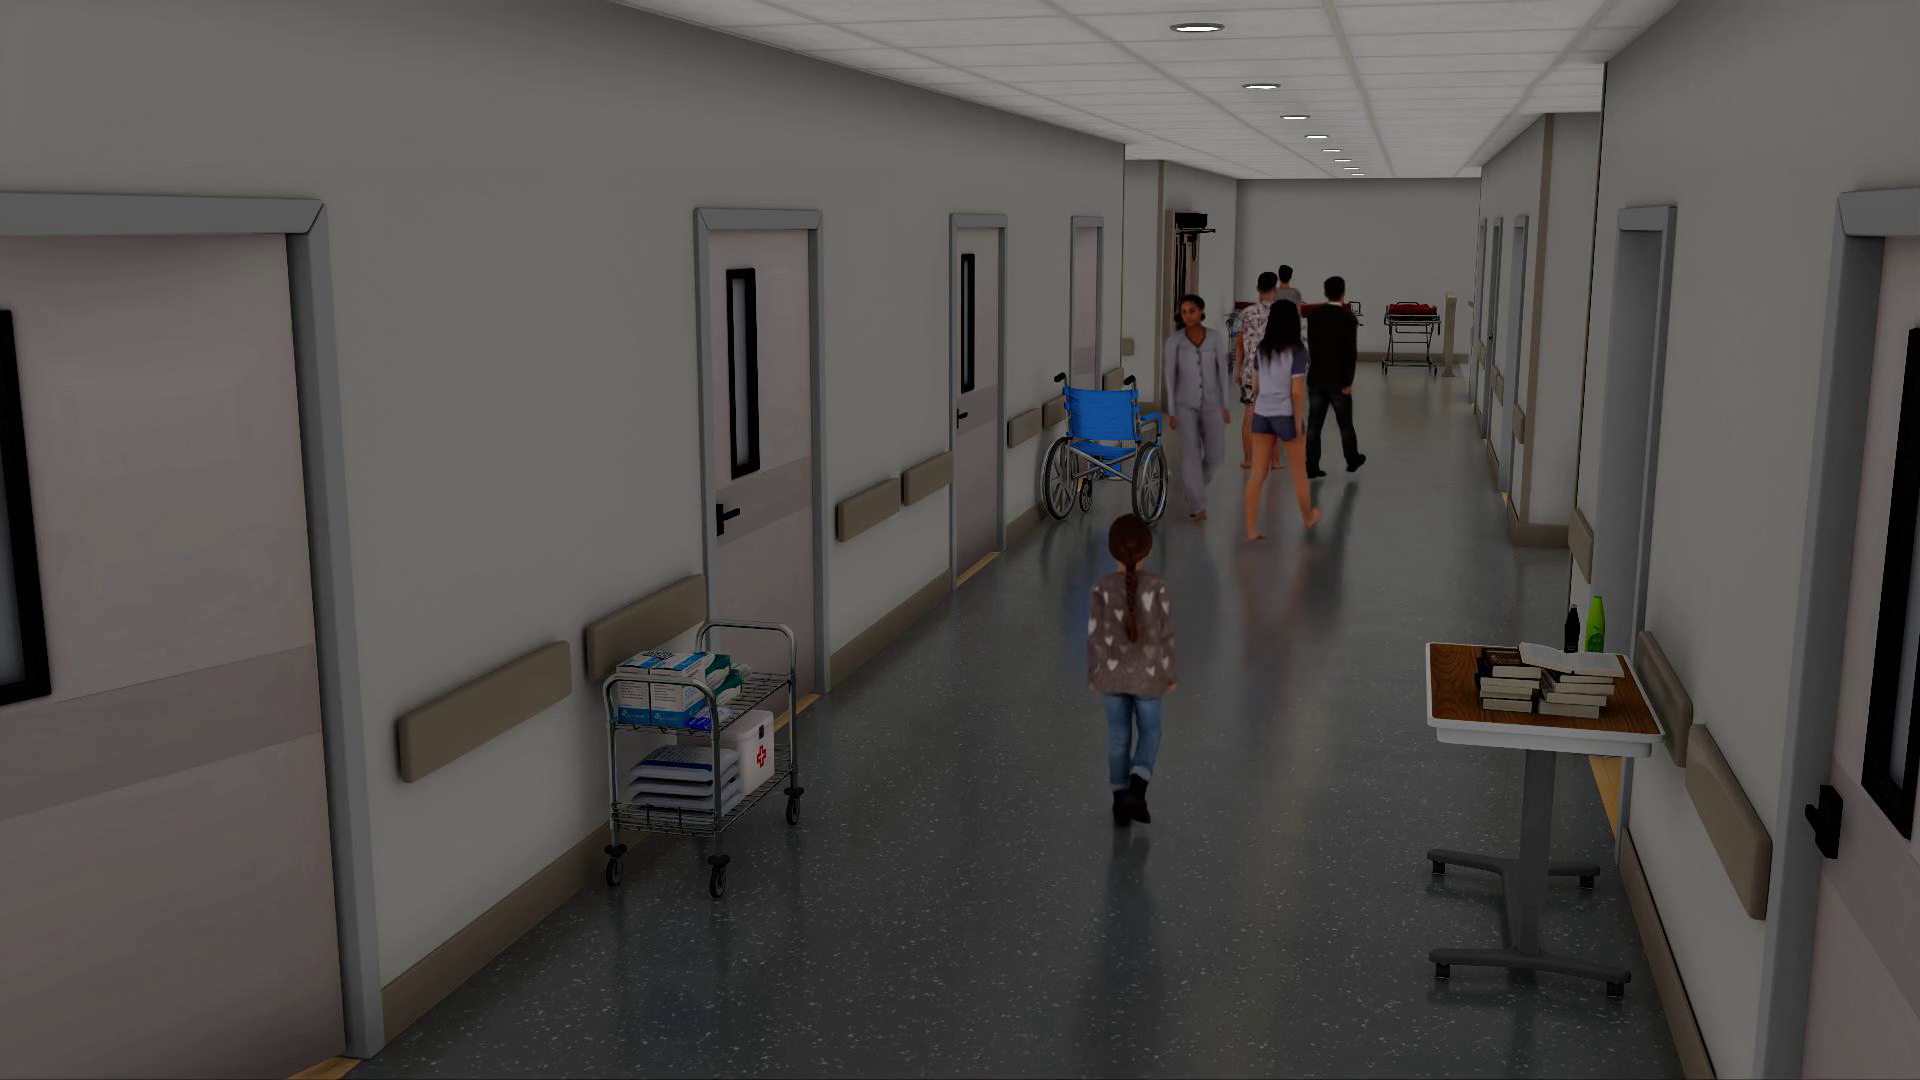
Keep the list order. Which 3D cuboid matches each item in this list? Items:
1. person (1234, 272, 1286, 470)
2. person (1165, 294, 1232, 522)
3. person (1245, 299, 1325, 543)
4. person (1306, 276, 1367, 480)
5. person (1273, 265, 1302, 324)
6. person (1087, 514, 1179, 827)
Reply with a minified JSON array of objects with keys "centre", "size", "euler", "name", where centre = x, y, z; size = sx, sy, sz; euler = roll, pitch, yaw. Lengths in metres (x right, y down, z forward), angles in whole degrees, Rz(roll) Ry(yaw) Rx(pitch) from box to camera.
[{"centre":[2.821,-1.577,15.462],"size":[0.665,1.815,0.535],"euler":[3,11,14],"name":"person"},{"centre":[1.813,-1.020,12.796],"size":[0.800,1.715,0.898],"euler":[-1,11,-3],"name":"person"},{"centre":[2.185,-0.793,11.694],"size":[0.897,1.680,1.194],"euler":[9,14,38],"name":"person"},{"centre":[3.203,-1.399,14.668],"size":[0.942,1.762,1.151],"euler":[9,14,39],"name":"person"},{"centre":[4.310,-2.798,22.143],"size":[0.651,1.724,0.600],"euler":[0,11,2],"name":"person"},{"centre":[0.633,0.504,6.183],"size":[0.507,1.187,0.588],"euler":[2,11,11],"name":"person"}]
